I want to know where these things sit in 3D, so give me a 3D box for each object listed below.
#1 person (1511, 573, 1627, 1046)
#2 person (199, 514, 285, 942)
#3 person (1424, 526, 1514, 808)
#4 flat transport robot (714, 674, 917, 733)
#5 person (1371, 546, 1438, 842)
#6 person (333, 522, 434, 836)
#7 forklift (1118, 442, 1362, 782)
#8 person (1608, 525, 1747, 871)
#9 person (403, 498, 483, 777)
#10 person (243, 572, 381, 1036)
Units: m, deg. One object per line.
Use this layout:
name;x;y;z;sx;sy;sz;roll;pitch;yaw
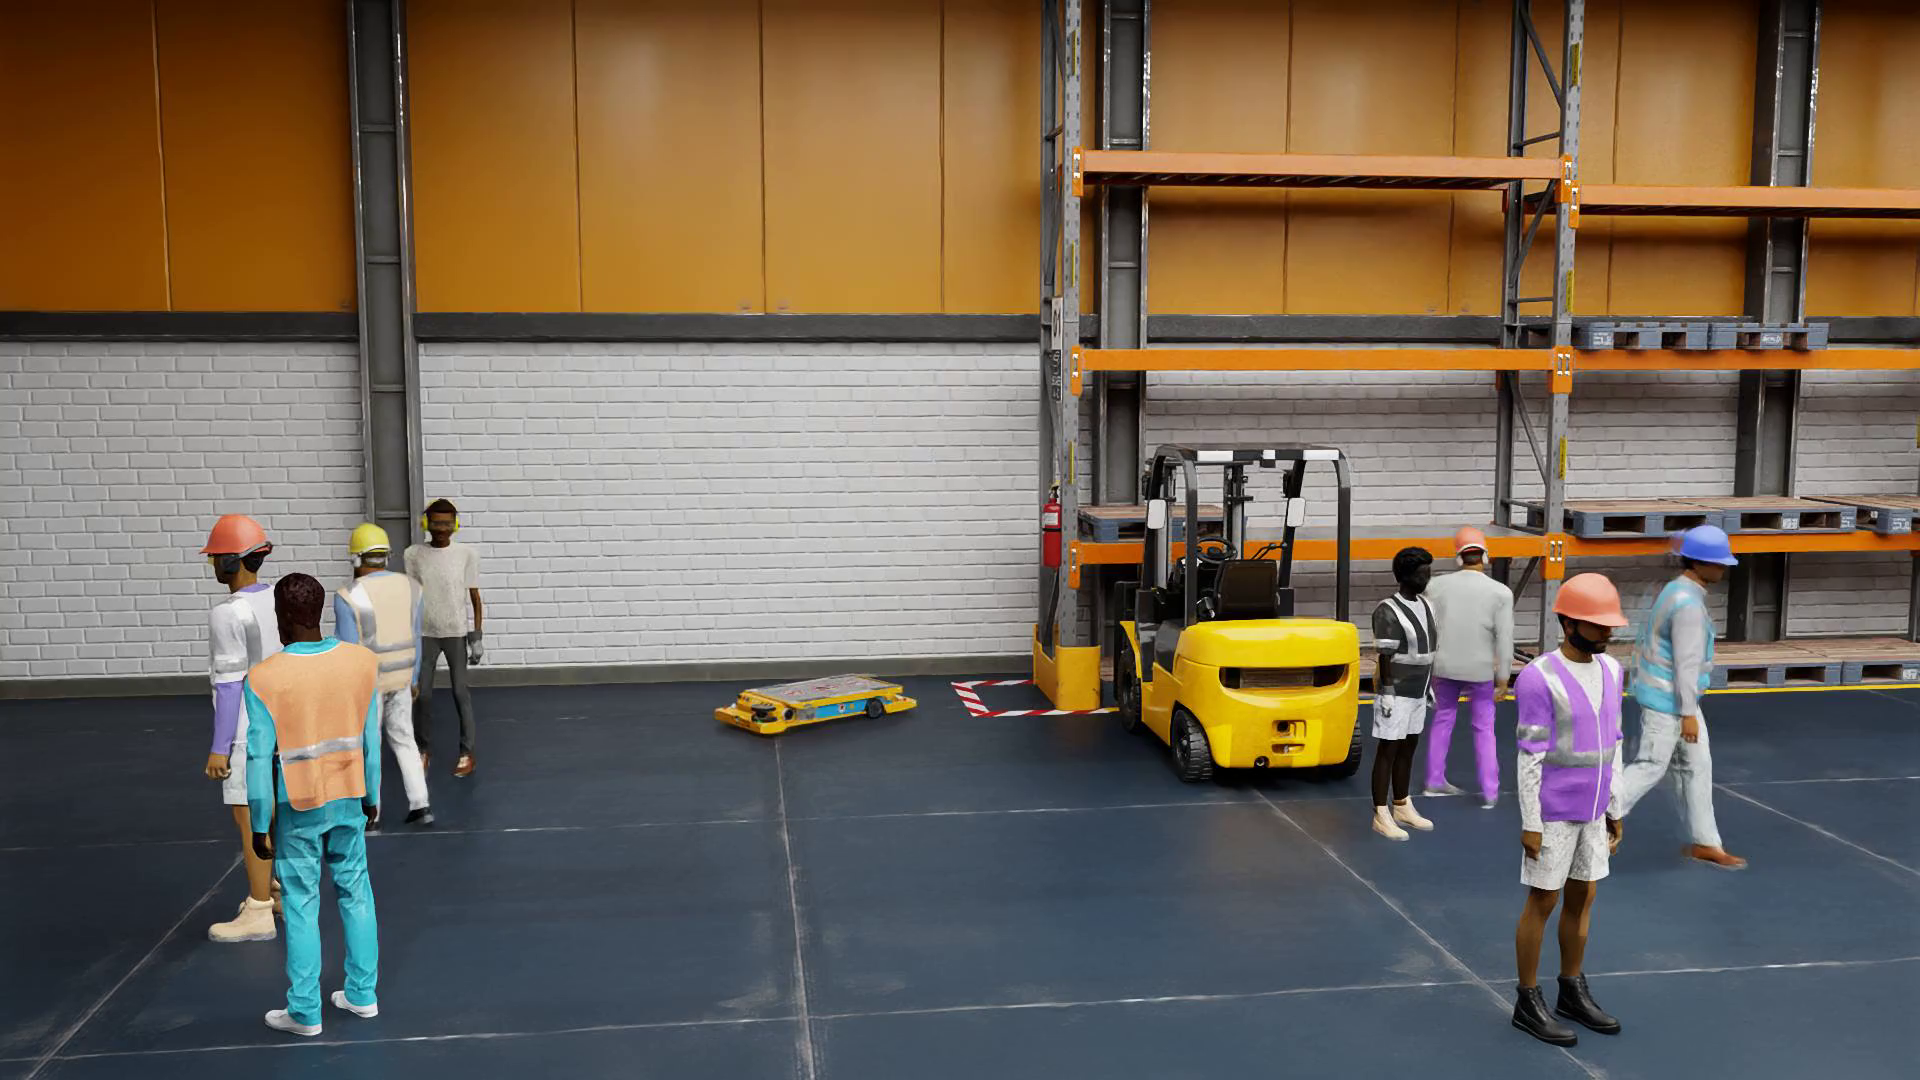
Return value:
person;2.510;1.088;6.787;0.544;1.930;0.388;-3;7;-28
person;-3.424;0.894;7.983;0.370;2.044;0.608;0;7;4
person;3.165;0.785;10.339;0.566;1.732;0.396;4;7;29
flat transport robot;-1.092;1.233;12.704;1.431;0.197;0.652;-5;8;-39
person;2.582;0.875;9.652;0.319;1.697;0.532;6;9;44
person;-3.397;0.809;9.694;0.403;1.837;0.599;4;8;34
forklift;1.912;0.418;11.496;1.214;2.155;2.313;-1;7;-8
person;3.823;0.843;9.074;0.875;1.904;0.610;3;7;28
person;-3.430;0.647;11.002;0.546;1.849;0.360;-1;7;-7
person;-2.660;1.087;6.885;0.397;1.911;0.587;5;8;38
